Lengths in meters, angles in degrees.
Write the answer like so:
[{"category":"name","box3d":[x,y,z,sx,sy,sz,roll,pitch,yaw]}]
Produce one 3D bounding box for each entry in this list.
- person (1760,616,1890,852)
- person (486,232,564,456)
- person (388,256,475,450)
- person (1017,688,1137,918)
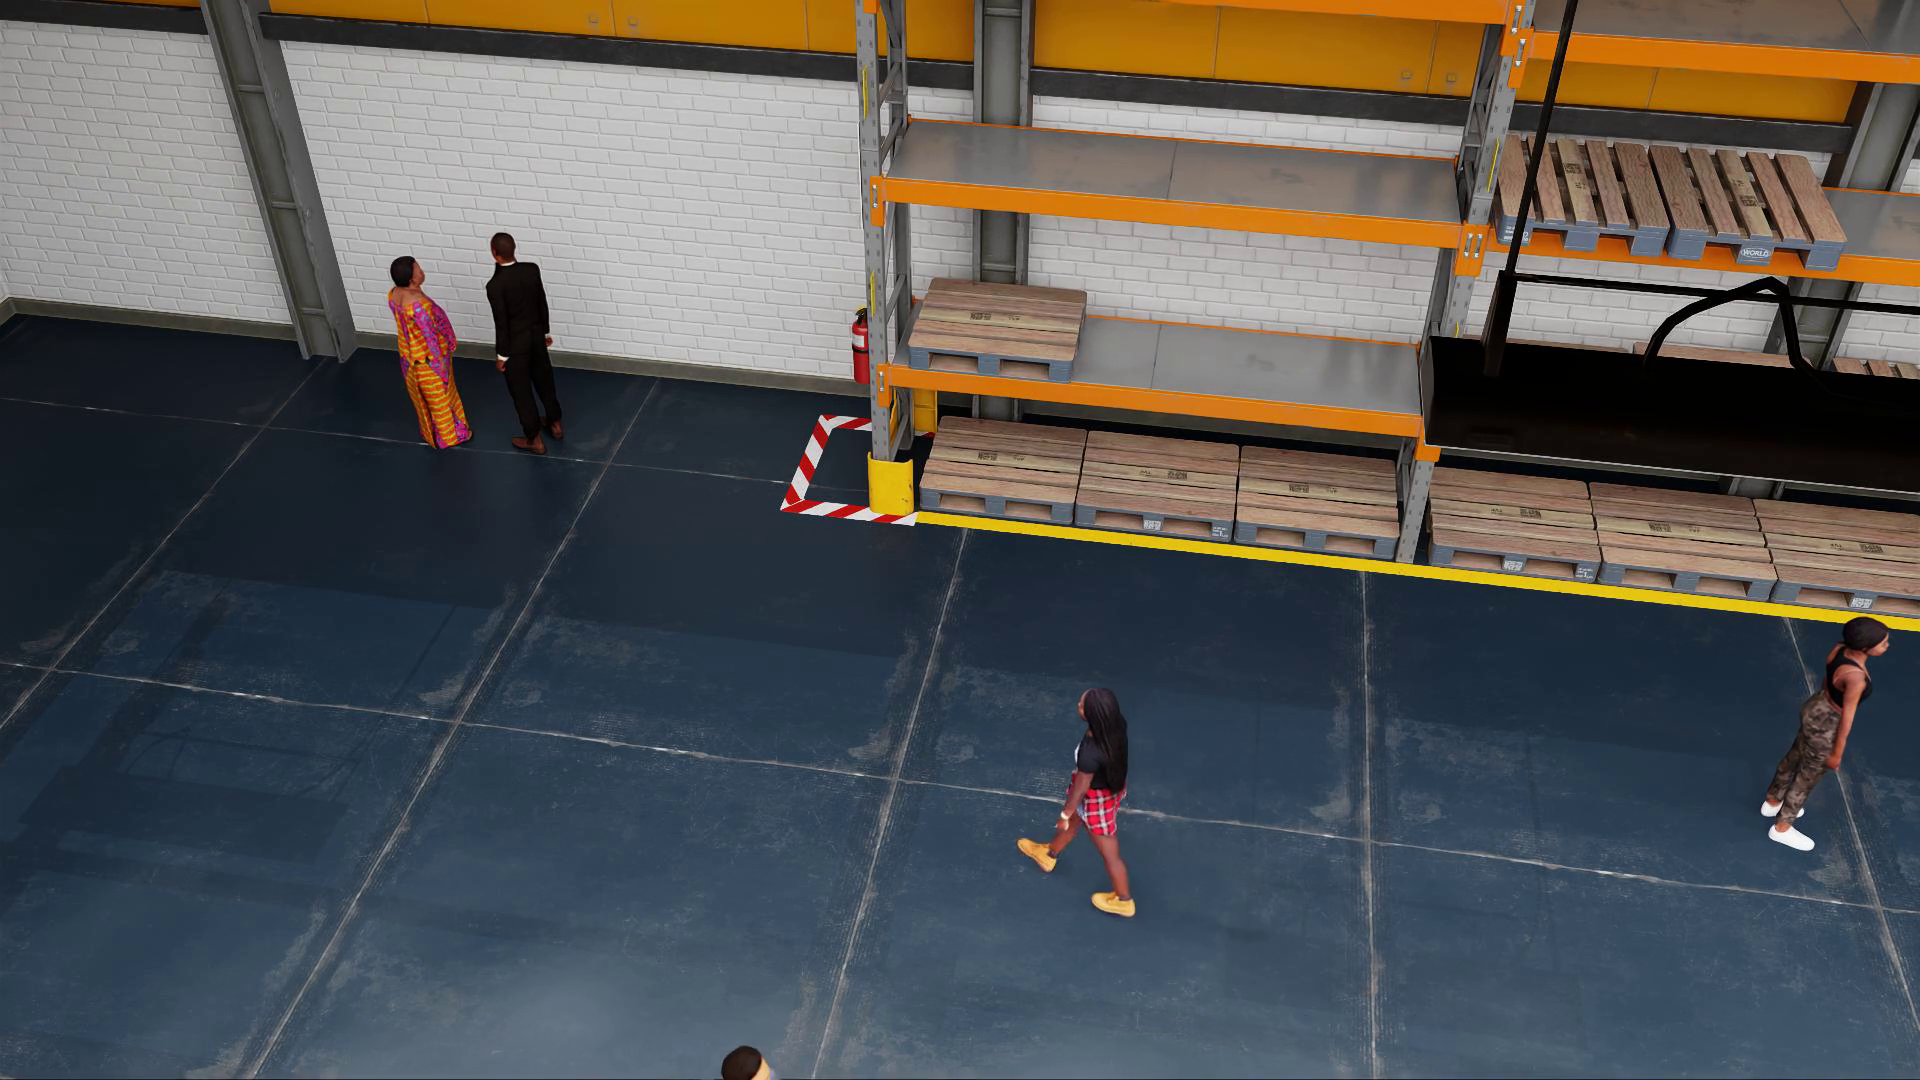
[{"category":"person","box3d":[5.151,1.118,9.918,0.529,1.700,0.572,8,39,10]},{"category":"person","box3d":[-3.451,-1.561,13.108,0.773,1.904,0.795,24,45,27]},{"category":"person","box3d":[-4.252,-1.531,13.246,0.837,1.686,0.764,-31,48,-33]},{"category":"person","box3d":[0.870,1.520,9.418,1.113,1.695,0.796,16,41,19]}]
